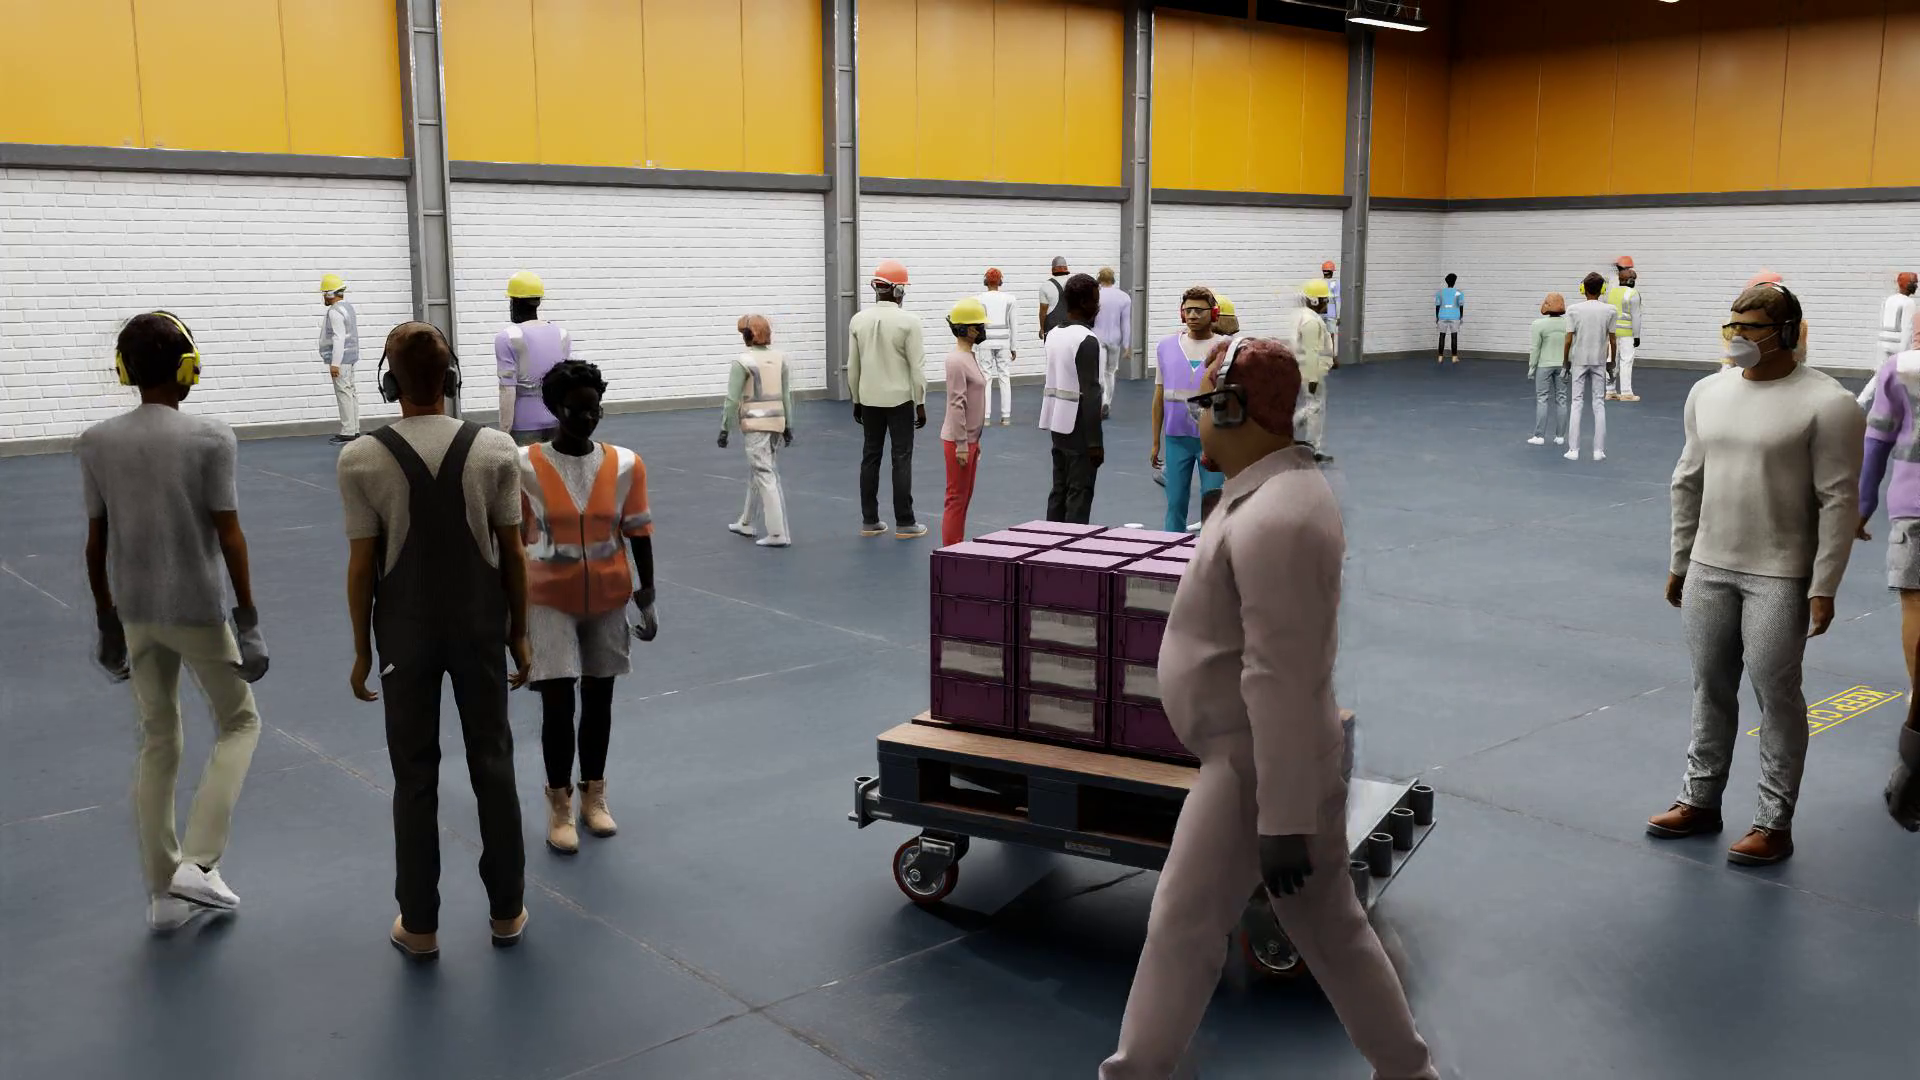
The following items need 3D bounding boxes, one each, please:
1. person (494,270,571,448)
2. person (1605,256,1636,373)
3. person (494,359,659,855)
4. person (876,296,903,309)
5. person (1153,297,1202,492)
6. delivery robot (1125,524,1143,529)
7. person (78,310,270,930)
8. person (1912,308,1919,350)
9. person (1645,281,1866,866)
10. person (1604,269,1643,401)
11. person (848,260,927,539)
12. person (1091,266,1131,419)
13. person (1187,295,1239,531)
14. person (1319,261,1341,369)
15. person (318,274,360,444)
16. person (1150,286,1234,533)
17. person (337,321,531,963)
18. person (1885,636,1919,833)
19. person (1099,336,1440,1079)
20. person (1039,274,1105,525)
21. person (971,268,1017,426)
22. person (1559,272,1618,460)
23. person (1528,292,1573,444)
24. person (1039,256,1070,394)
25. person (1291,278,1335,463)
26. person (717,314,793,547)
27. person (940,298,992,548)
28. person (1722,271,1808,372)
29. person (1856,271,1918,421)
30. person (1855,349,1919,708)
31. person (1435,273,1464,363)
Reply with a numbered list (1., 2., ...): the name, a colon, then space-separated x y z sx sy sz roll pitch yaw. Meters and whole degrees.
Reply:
1. person: -2.769 -0.772 10.784 0.361 1.930 0.587 6 12 32
2. person: 11.486 -3.879 28.713 0.768 2.014 0.629 -2 10 -11
3. person: -1.282 0.229 5.655 0.546 1.676 0.531 -6 11 -29
4. person: -0.994 -2.848 22.914 0.372 1.940 0.631 3 10 19
5. person: 1.988 -1.275 14.333 0.529 1.728 0.790 -3 10 -16
6. delivery robot: 0.949 0.155 9.104 0.477 0.478 0.707 -3 10 -14
7. person: -2.348 0.249 5.001 0.577 1.860 0.398 1 10 7
8. person: 8.694 -1.415 14.629 0.643 1.905 0.399 0 10 -2
9. person: 2.655 0.112 5.583 0.355 1.938 0.636 -6 11 -30
10. person: 9.313 -2.868 23.321 0.429 1.843 0.627 -4 10 -21
11. person: -0.505 -1.008 11.972 0.618 1.993 0.396 5 11 28
12. person: 1.820 -2.472 20.817 0.638 1.911 0.925 -1 10 -3
13. person: 1.856 -0.892 12.029 0.296 1.745 0.485 -2 10 -13
14. person: 6.596 -4.042 29.904 0.547 1.936 0.369 7 12 35
15. person: -6.706 -1.949 17.970 0.403 1.827 0.599 -1 10 -7
16. person: 1.418 -0.583 9.921 0.566 1.846 0.389 4 10 21
17. person: -1.497 0.297 4.791 0.505 1.840 0.344 -4 11 -24
18. person: 2.252 0.497 3.575 0.347 1.859 0.509 -3 10 -16
19. person: 0.661 0.492 3.637 0.982 1.856 0.665 3 10 15
20. person: 0.692 -0.637 10.040 0.392 1.916 0.591 -4 10 -22
21. person: 0.402 -2.308 19.907 0.583 1.882 0.338 -3 10 -14
22. person: 6.247 -1.721 16.532 0.535 1.864 0.309 2 10 13
23. person: 6.360 -1.840 17.892 0.500 1.636 0.283 -1 10 -5
24. person: 1.454 -3.141 24.329 0.674 2.000 0.535 -2 10 -11
25. person: 3.393 -1.647 16.248 0.510 1.810 0.603 1 10 3
26. person: -1.478 -0.767 11.669 0.769 1.606 0.536 7 12 36
27. person: 0.043 -0.611 10.321 0.314 1.769 0.523 1 10 8
28. person: 6.140 -1.069 12.591 0.757 1.908 0.582 5 11 27
29. person: 11.382 -2.347 20.266 0.936 1.849 0.576 -1 10 -5
30. person: 4.092 -0.138 6.899 0.612 2.001 1.037 3 10 18
31. person: 9.300 -4.214 31.611 0.540 1.696 0.317 5 11 25
